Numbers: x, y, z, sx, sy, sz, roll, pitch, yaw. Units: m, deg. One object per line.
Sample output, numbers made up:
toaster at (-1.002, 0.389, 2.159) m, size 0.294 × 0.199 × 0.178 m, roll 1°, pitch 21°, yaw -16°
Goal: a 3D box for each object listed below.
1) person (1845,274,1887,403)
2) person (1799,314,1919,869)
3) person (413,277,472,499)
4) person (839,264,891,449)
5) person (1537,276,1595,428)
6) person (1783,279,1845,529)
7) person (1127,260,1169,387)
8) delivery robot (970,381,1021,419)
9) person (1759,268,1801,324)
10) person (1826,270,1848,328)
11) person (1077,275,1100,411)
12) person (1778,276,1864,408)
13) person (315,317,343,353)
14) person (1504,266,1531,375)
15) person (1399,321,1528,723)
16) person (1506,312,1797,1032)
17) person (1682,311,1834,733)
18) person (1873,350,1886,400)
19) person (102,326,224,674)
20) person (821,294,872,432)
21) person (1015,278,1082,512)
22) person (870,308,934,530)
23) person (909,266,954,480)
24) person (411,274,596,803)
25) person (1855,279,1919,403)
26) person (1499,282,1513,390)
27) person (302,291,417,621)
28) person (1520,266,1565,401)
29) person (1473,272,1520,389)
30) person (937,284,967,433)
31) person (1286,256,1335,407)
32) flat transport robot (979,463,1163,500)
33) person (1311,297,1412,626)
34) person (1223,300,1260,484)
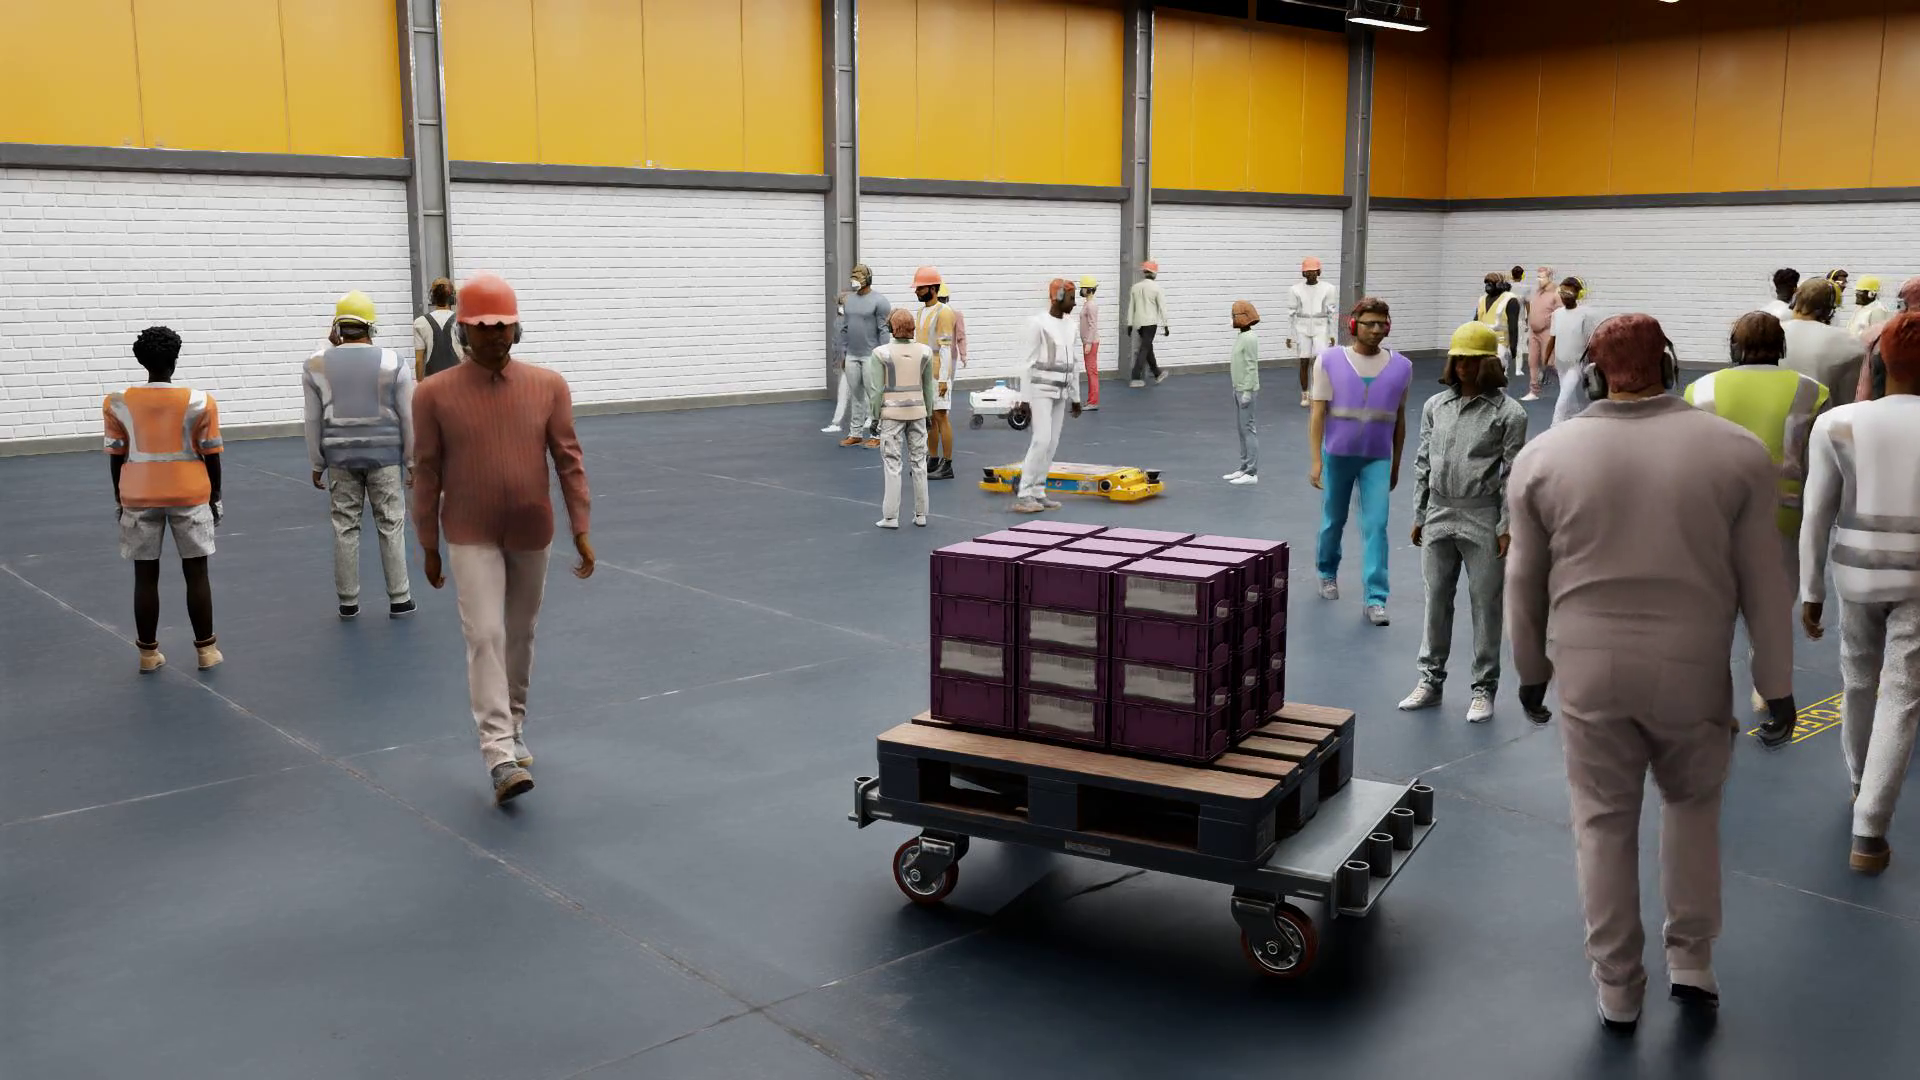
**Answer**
person at (10.309, -2.091, 18.829) m, size 0.590 × 1.819 × 0.599 m, roll 1°, pitch 10°, yaw 7°
person at (3.227, 0.145, 5.726) m, size 0.581 × 1.825 × 1.017 m, roll 8°, pitch 12°, yaw 38°
person at (-4.269, -1.256, 13.864) m, size 0.506 × 1.846 × 0.351 m, roll -1°, pitch 10°, yaw -8°
person at (-1.011, -1.925, 17.510) m, size 0.627 × 1.941 × 0.371 m, roll 7°, pitch 12°, yaw 37°
person at (5.839, -1.648, 16.219) m, size 0.961 × 1.816 × 0.565 m, roll -5°, pitch 11°, yaw -25°
person at (6.047, -0.959, 12.097) m, size 1.029 × 1.862 × 0.598 m, roll -4°, pitch 10°, yaw -22°
person at (2.998, -3.376, 25.966) m, size 1.025 × 1.941 × 0.649 m, roll -9°, pitch 13°, yaw -42°
delivery robot at (0.471, -1.629, 19.547) m, size 0.707 × 0.478 × 0.477 m, roll 1°, pitch 10°, yaw 4°
person at (7.709, -1.592, 15.638) m, size 1.032 × 1.902 × 0.626 m, roll -1°, pitch 10°, yaw -5°
person at (10.244, -2.249, 19.631) m, size 0.319 × 1.863 × 0.521 m, roll 5°, pitch 11°, yaw 26°
person at (1.681, -2.579, 21.838) m, size 0.315 × 1.770 × 0.524 m, roll 0°, pitch 10°, yaw 1°
person at (4.770, -0.543, 9.523) m, size 0.629 × 1.899 × 0.745 m, roll 5°, pitch 11°, yaw 26°
person at (-4.873, -1.019, 13.232) m, size 0.514 × 1.590 × 0.868 m, roll -3°, pitch 10°, yaw -17°
person at (9.449, -3.724, 28.298) m, size 0.519 × 1.858 × 0.317 m, roll 6°, pitch 11°, yaw 32°
person at (2.204, -0.081, 7.281) m, size 0.487 × 1.745 × 0.292 m, roll 8°, pitch 13°, yaw 39°
person at (1.802, 0.348, 4.386) m, size 0.726 × 1.872 × 0.505 m, roll 4°, pitch 10°, yaw 22°
person at (3.383, -0.078, 7.140) m, size 0.633 × 1.804 × 0.907 m, roll 6°, pitch 11°, yaw 32°
person at (5.457, -0.507, 9.387) m, size 0.604 × 1.884 × 0.949 m, roll 3°, pitch 10°, yaw 17°
person at (-3.845, -0.190, 8.081) m, size 0.531 × 1.689 × 0.322 m, roll -3°, pitch 10°, yaw -18°
person at (-1.275, -2.065, 19.345) m, size 0.871 × 1.593 × 0.510 m, roll -8°, pitch 13°, yaw -40°
person at (0.702, -1.145, 13.209) m, size 0.382 × 1.853 × 0.627 m, roll 8°, pitch 12°, yaw 38°
person at (-0.427, -0.894, 12.348) m, size 0.519 × 1.640 × 0.307 m, roll -5°, pitch 11°, yaw -26°
person at (-0.270, -1.509, 15.101) m, size 0.382 × 1.933 × 0.542 m, roll -6°, pitch 11°, yaw -30°
person at (-1.697, -0.010, 6.274) m, size 0.615 × 1.946 × 0.995 m, roll -6°, pitch 11°, yaw -30°
person at (6.528, -0.837, 11.362) m, size 0.685 × 1.854 × 0.989 m, roll 8°, pitch 13°, yaw 40°
person at (7.068, -2.546, 21.893) m, size 0.400 × 1.689 × 0.542 m, roll -2°, pitch 10°, yaw -12°
person at (-3.307, -0.460, 9.242) m, size 0.599 × 1.832 × 0.404 m, roll -2°, pitch 10°, yaw -11°
person at (8.240, -2.880, 23.274) m, size 0.659 × 1.884 × 0.637 m, roll -4°, pitch 10°, yaw -21°
person at (6.643, -2.458, 20.994) m, size 0.744 × 1.812 × 0.650 m, roll -5°, pitch 11°, yaw -28°
person at (-0.208, -2.132, 19.371) m, size 0.530 × 1.719 × 0.920 m, roll -1°, pitch 10°, yaw -7°
person at (4.656, -2.754, 22.119) m, size 0.642 × 2.016 × 0.678 m, roll 2°, pitch 10°, yaw 13°
flat transport robot at (0.943, -0.517, 14.142) m, size 1.431 × 0.197 × 0.652 m, roll 5°, pitch 11°, yaw 28°
person at (2.253, -0.478, 9.456) m, size 0.574 × 1.804 × 0.955 m, roll 0°, pitch 10°, yaw 2°
person at (2.528, -1.318, 14.847) m, size 0.266 × 1.631 × 0.507 m, roll 0°, pitch 10°, yaw -2°
